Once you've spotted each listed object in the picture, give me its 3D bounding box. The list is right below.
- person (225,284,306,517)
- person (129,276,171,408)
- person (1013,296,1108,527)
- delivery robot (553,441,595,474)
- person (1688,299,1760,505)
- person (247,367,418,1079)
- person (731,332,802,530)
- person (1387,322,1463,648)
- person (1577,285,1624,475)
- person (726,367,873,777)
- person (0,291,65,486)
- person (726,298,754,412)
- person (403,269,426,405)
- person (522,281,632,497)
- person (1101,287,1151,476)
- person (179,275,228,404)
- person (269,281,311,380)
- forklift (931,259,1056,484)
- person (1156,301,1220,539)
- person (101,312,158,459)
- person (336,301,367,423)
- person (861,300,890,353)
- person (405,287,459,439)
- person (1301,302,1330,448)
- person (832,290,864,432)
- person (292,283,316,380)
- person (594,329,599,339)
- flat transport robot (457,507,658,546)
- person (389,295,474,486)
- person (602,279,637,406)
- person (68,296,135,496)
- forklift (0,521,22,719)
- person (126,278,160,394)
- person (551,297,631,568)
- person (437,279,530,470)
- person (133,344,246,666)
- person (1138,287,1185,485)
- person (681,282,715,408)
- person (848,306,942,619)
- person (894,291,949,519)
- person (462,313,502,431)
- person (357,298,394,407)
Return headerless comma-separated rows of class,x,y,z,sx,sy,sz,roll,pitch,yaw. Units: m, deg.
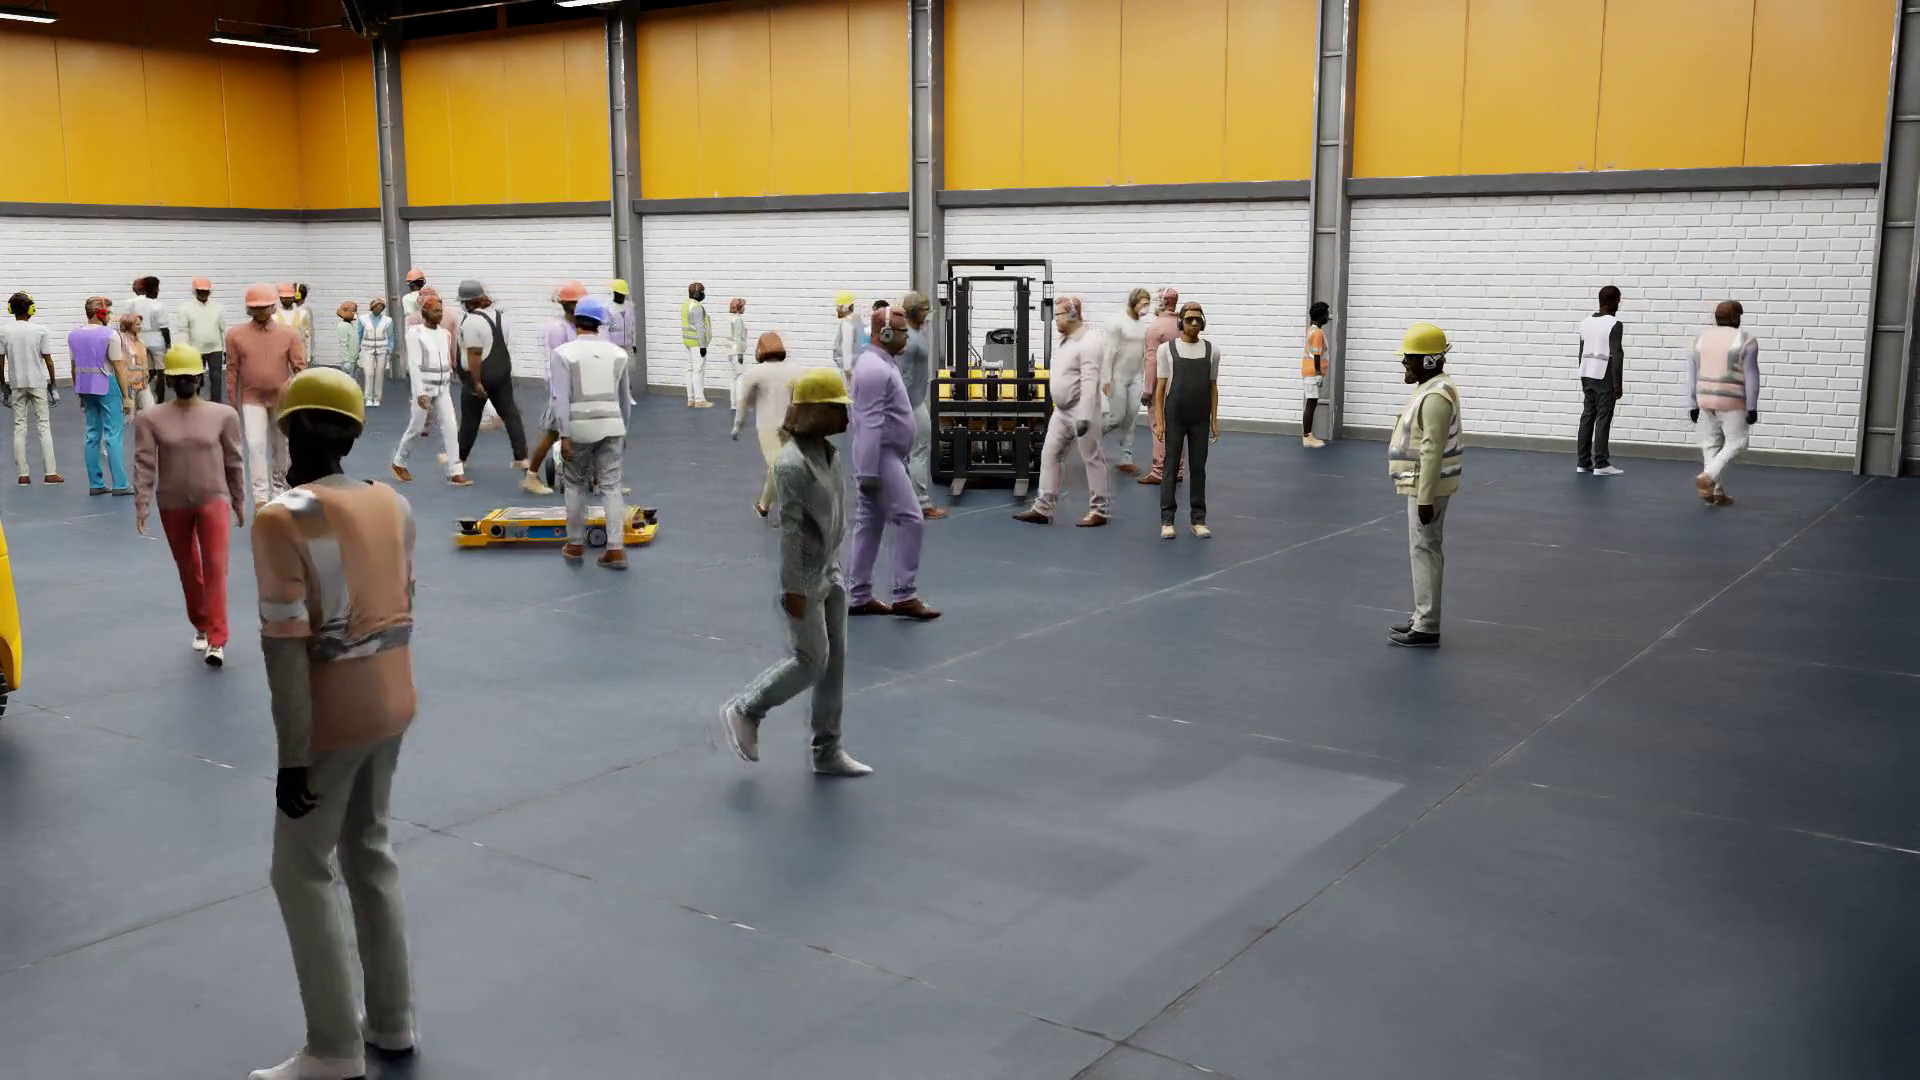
person,-5.821,-1.160,14.006,0.639,1.951,0.948,-4,10,-23
person,-11.455,-2.766,23.580,0.627,1.955,0.470,3,10,15
person,0.825,-1.021,13.426,0.852,1.874,0.692,-5,11,-27
delivery robot,-3.671,-0.804,15.790,0.477,0.478,0.707,-3,10,-17
person,6.655,-1.186,14.556,0.608,1.830,0.640,-6,11,-31
person,-1.687,0.479,4.489,0.455,1.874,0.664,3,10,15
person,-1.548,-0.898,13.540,0.525,1.575,0.877,-6,11,-33
person,2.602,-0.305,9.338,0.403,1.825,0.595,3,10,16
person,6.497,-1.616,16.875,0.392,1.913,0.588,-3,10,-18
person,-0.660,0.142,6.917,0.526,1.729,0.496,4,10,21
person,-8.979,-1.456,16.043,0.528,1.871,0.323,-3,10,-15
person,-3.193,-2.658,23.908,0.338,1.634,0.534,-3,10,-19
person,-8.136,-3.048,25.009,0.391,2.040,0.615,5,11,28
person,-3.579,-1.362,15.167,1.062,1.990,0.628,3,10,16
person,1.613,-1.614,16.899,0.702,1.901,0.634,-8,13,-41
person,-10.180,-2.570,22.368,0.618,1.972,0.656,-7,12,-38
person,-8.812,-2.443,21.846,0.556,1.904,0.939,-5,11,-25
forklift,0.370,-1.738,16.759,1.214,2.155,2.313,1,10,3
person,1.777,-0.928,12.969,0.507,1.847,0.345,-1,10,-7
person,-9.000,-1.660,18.022,0.702,1.612,0.521,2,10,9
person,-8.039,-2.327,21.935,0.289,1.632,0.497,-1,10,-6
person,-0.937,-2.020,19.917,0.533,1.697,0.319,-3,10,-15
person,-6.423,-2.151,20.284,0.987,1.850,0.664,6,11,32
person,4.129,-1.919,19.336,0.320,1.694,0.532,2,10,10
person,-1.308,-2.218,20.811,0.783,1.801,0.594,1,10,8
person,-8.988,-2.607,22.919,0.488,1.861,0.539,-2,10,-13
person,-5.918,-3.023,26.177,0.790,1.606,0.510,8,12,39
flat transport robot,-3.078,-0.117,12.818,1.431,0.197,0.652,-1,10,-5
person,-5.158,-1.442,16.076,0.966,1.847,0.592,6,11,31
person,-5.022,-2.909,24.617,0.631,1.889,0.488,-9,13,-44
person,-7.891,-1.311,15.277,0.563,1.837,0.389,3,10,16
forklift,-5.296,-0.090,6.943,1.214,2.155,2.313,7,12,35
person,-13.114,-3.263,26.764,0.337,1.882,0.583,6,11,33
person,-2.610,-0.761,11.808,0.633,1.893,0.837,-6,11,-33
person,-4.891,-1.720,17.109,1.032,2.000,0.779,4,10,24
person,-4.138,-0.191,8.964,0.537,1.710,0.933,-3,10,-19
person,1.977,-1.489,16.115,0.409,1.913,0.649,9,13,44
person,-3.880,-2.878,24.597,0.429,1.844,0.626,-5,11,-28
person,-0.366,-0.458,10.040,0.719,1.880,0.687,0,10,-2
person,-0.470,-1.120,13.899,0.675,1.919,0.636,0,10,0
person,-5.982,-2.254,20.966,0.611,1.823,0.656,5,11,28
person,-8.616,-2.744,24.472,0.566,1.604,0.697,-4,10,-20
